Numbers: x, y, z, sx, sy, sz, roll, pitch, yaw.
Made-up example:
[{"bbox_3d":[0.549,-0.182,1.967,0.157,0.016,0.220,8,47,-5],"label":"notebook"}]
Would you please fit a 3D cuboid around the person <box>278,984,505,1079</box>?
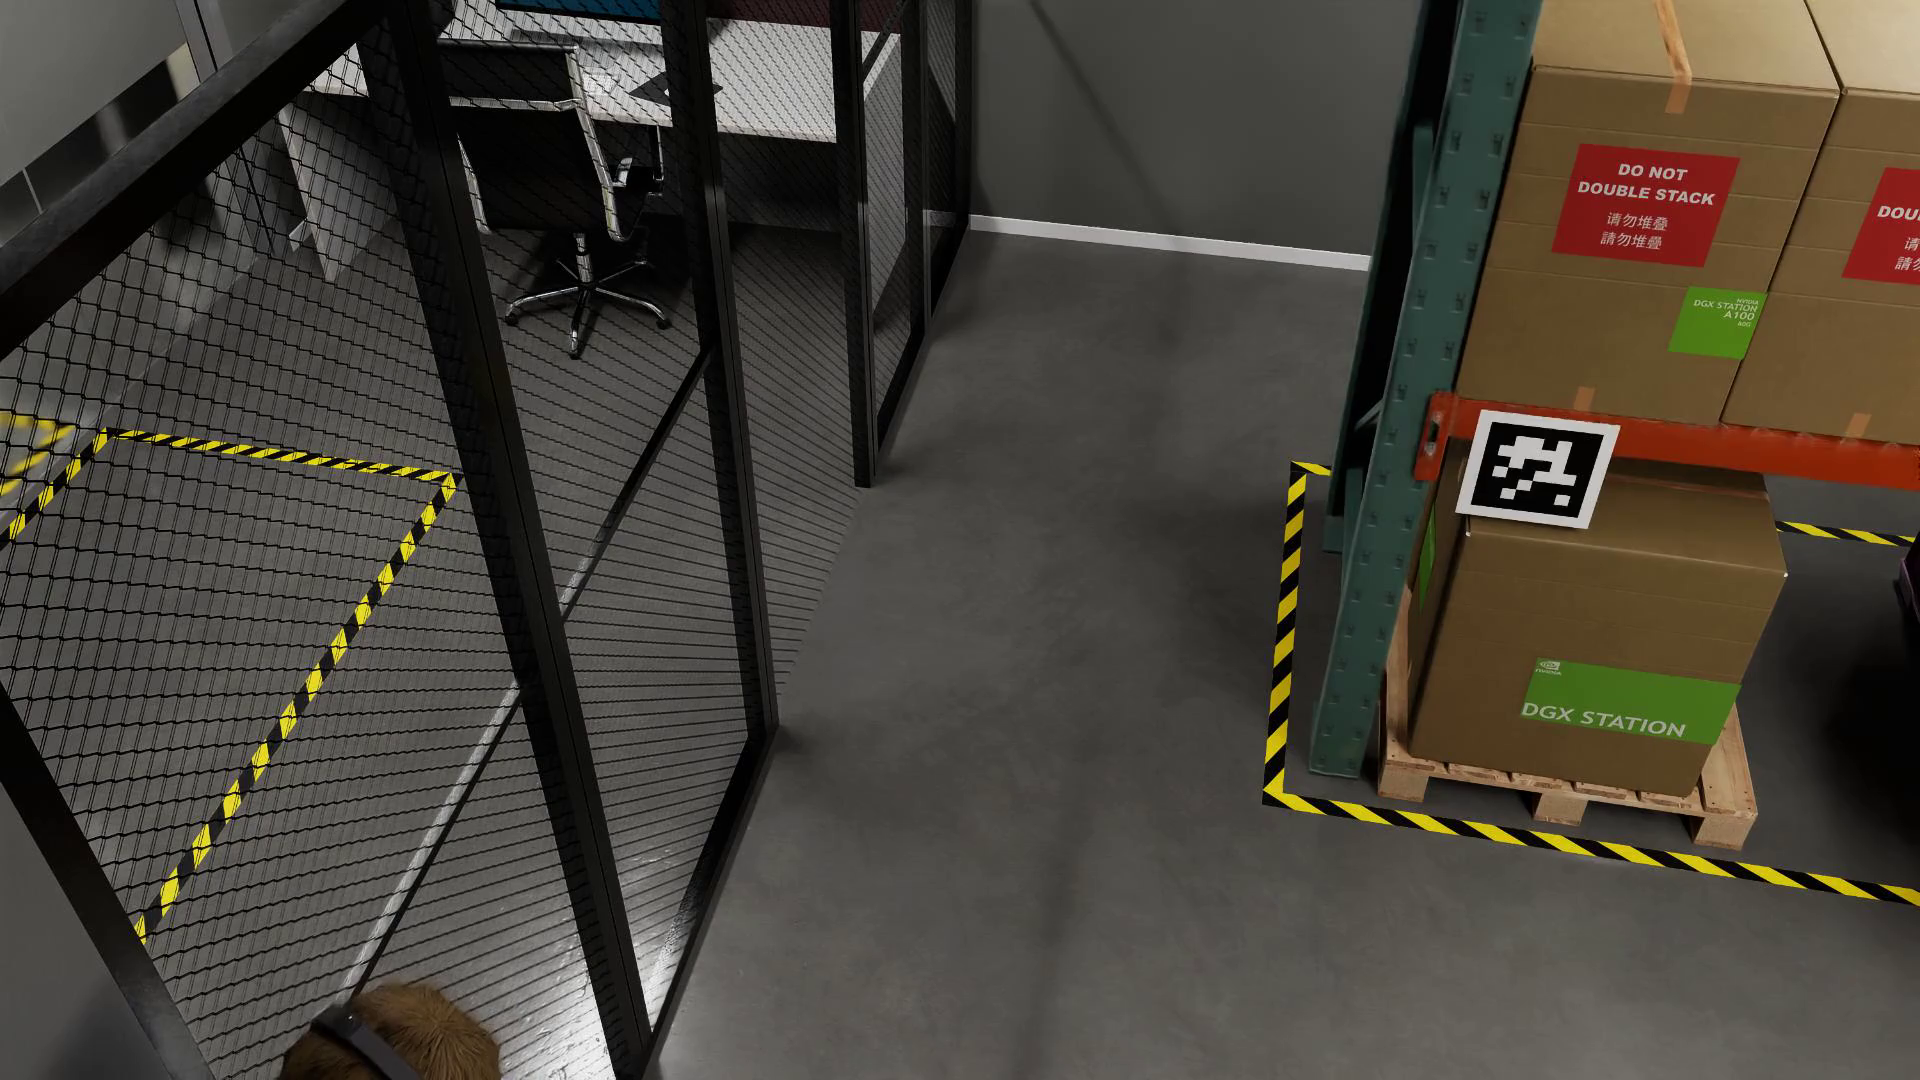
[{"bbox_3d":[-0.526,1.161,2.161,0.635,1.937,0.352,19,44,20],"label":"person"}]
